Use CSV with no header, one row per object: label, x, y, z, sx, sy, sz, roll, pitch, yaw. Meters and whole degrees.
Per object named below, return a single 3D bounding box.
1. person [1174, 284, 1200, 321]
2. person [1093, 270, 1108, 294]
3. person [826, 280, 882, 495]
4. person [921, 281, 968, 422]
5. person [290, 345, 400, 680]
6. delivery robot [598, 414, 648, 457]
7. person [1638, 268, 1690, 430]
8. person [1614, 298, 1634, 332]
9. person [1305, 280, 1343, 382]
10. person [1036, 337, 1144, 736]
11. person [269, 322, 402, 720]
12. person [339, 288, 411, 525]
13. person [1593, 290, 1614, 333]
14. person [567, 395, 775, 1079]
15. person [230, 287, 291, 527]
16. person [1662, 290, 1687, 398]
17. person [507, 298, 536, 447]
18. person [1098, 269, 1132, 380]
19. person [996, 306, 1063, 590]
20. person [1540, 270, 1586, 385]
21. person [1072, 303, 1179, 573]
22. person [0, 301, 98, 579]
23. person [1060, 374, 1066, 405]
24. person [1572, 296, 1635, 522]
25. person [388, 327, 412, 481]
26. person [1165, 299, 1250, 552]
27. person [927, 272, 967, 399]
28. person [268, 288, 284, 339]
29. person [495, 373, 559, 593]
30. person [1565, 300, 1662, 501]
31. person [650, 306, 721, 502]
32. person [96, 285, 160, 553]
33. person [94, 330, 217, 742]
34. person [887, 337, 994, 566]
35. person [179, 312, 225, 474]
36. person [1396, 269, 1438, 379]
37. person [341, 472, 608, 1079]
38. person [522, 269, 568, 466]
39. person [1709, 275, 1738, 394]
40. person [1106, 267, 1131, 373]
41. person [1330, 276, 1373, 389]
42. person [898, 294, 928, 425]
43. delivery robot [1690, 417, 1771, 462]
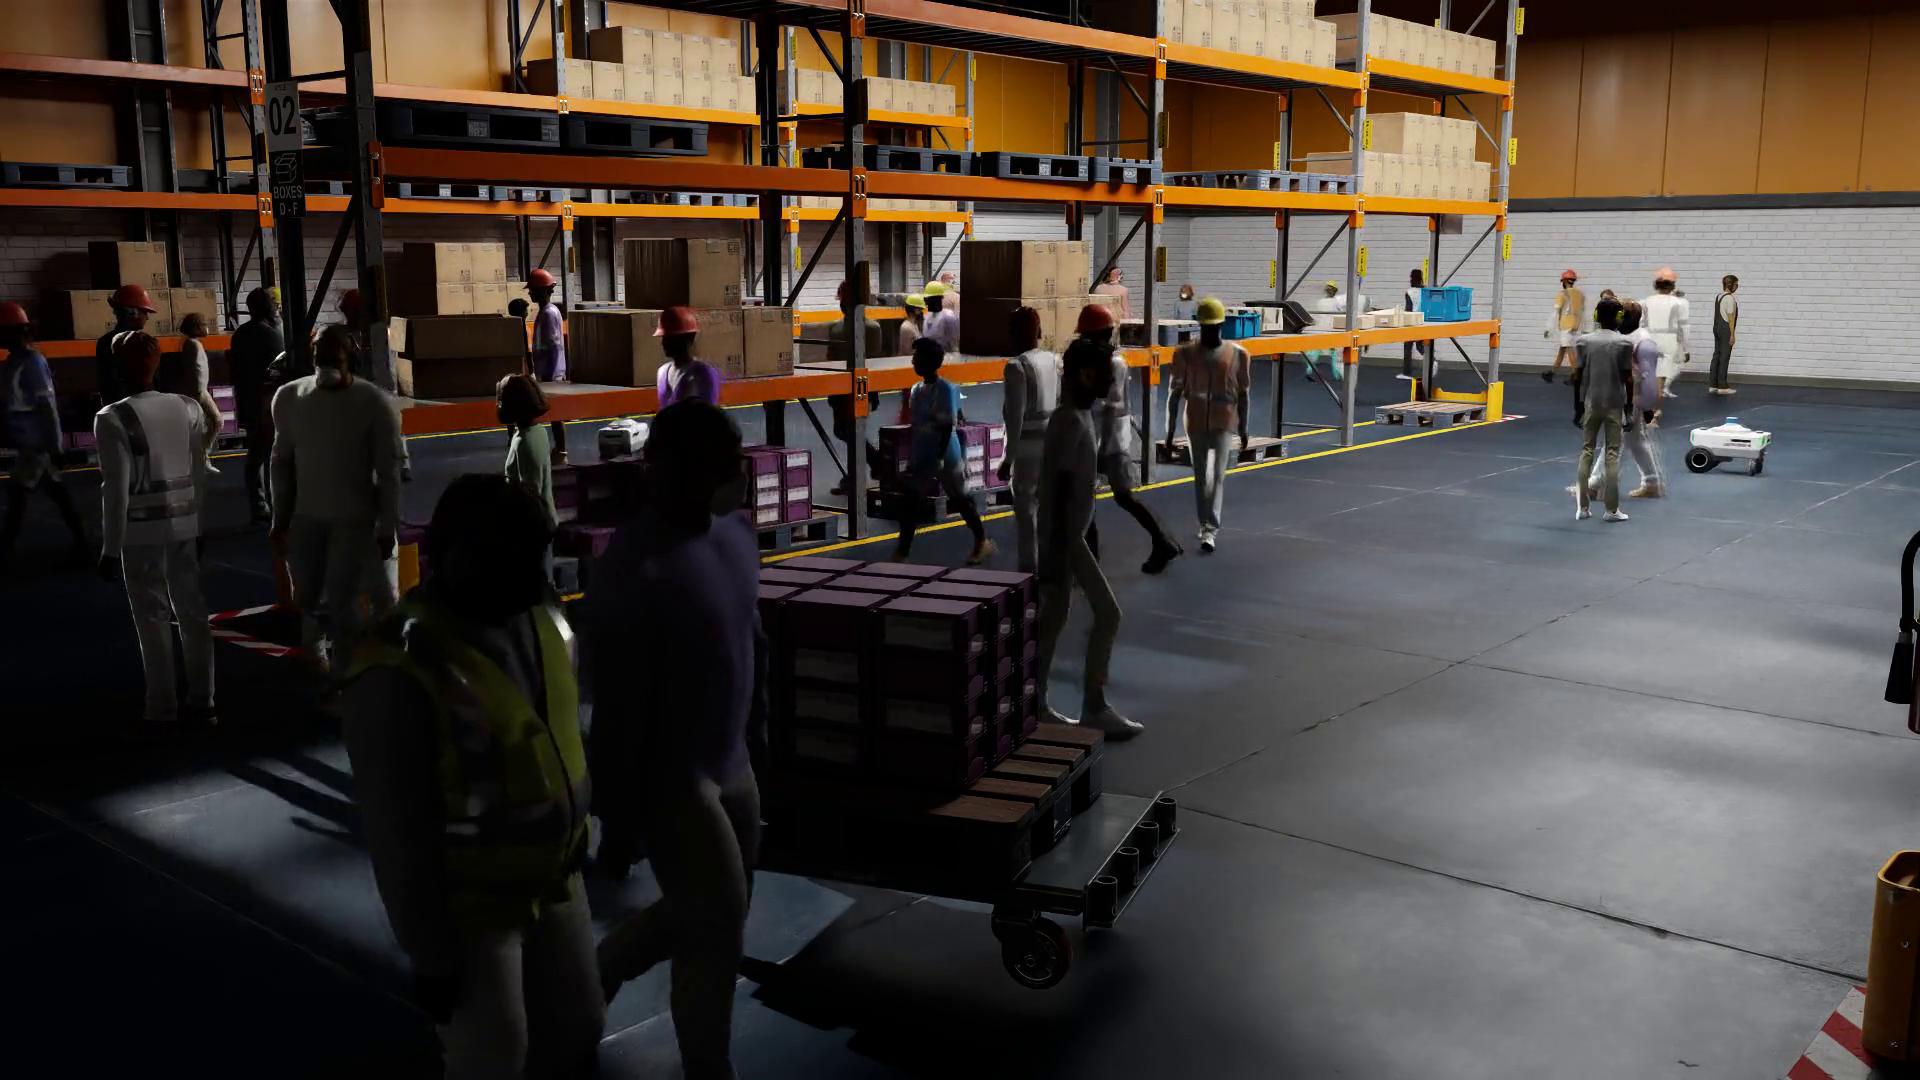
person,4.003,-3.707,29.415,0.538,1.613,0.418,6,12,31
person,2.727,-4.158,31.265,0.521,1.874,0.327,9,13,40
person,-0.954,-1.424,15.404,0.632,1.975,0.758,7,12,36
person,-0.232,-2.085,19.451,0.991,1.882,0.605,-6,12,-30
person,-3.141,-0.116,8.501,0.629,1.808,0.927,-9,13,-40
delivery robot,-3.485,-1.082,17.227,0.477,0.478,0.707,1,10,7
person,8.810,-2.397,20.876,0.626,1.992,1.018,8,13,37
person,8.827,-2.418,22.135,0.526,1.588,0.868,-2,10,-10
person,6.170,-3.533,28.164,0.868,1.724,0.551,-7,12,-34
person,0.600,-0.001,7.659,0.721,1.843,0.568,0,10,1
person,-3.002,-0.109,8.099,0.665,1.913,0.587,1,10,6
person,-4.935,-1.066,13.473,1.029,1.945,0.626,5,11,28
person,10.548,-3.278,27.065,0.529,1.586,0.890,9,13,41
person,-0.752,0.585,4.144,0.752,1.914,0.630,3,10,18
person,-5.611,-1.064,13.452,0.627,1.940,0.371,7,12,35
person,10.745,-2.944,25.046,0.363,1.626,0.520,0,10,0
person,-4.973,-1.877,18.786,0.531,1.692,0.320,9,13,40
person,2.677,-3.695,28.546,0.639,1.903,0.406,9,13,40
person,0.449,-0.573,10.810,0.353,1.886,0.573,7,12,36
person,10.006,-3.522,27.601,0.679,1.871,0.981,-5,11,-26
person,1.066,-0.678,11.420,0.972,1.899,0.586,-2,10,-12
person,-6.452,-0.673,11.371,0.961,1.885,0.548,-8,12,-37
person,1.196,-1.761,17.547,0.671,1.890,0.511,8,13,38
person,5.321,-1.078,13.751,0.521,1.865,0.327,9,13,40
person,-5.553,-1.416,15.947,0.752,1.773,0.656,9,13,42
person,1.867,-0.875,12.567,0.612,1.870,1.012,3,10,14
person,-0.172,-3.053,24.893,0.639,1.903,0.406,9,13,40
person,-7.298,-1.781,17.871,0.588,1.823,0.403,9,13,40
person,-2.179,-0.030,8.434,0.279,1.631,0.504,-2,10,-9
person,5.936,-1.242,14.886,0.967,1.796,0.618,-1,10,-3
person,-1.675,-0.527,10.504,0.552,1.906,0.905,8,13,39
person,-6.053,-0.874,12.244,0.610,1.985,0.393,6,12,31
person,-3.699,-0.015,7.640,0.354,1.883,0.572,4,11,21
person,-0.136,-0.600,11.645,0.901,1.648,0.524,-8,13,-40
person,-7.550,-1.449,16.550,0.423,1.619,0.528,-7,12,-33
person,7.867,-3.696,28.535,0.607,1.900,0.727,-6,12,-30
person,-1.025,0.746,3.514,0.526,1.816,0.667,4,11,20
person,-4.194,-1.710,16.840,0.392,2.041,0.615,-3,10,-16
person,11.873,-3.184,25.798,0.343,1.844,0.507,-1,10,-4
person,2.696,-3.884,29.541,0.505,1.941,0.747,-4,11,-21
person,5.721,-2.958,24.270,0.620,1.928,0.658,-1,10,-6
person,-0.536,-1.898,18.771,0.444,1.744,0.525,1,10,3
delivery robot,7.742,-0.991,16.712,0.707,0.478,0.477,6,12,33
